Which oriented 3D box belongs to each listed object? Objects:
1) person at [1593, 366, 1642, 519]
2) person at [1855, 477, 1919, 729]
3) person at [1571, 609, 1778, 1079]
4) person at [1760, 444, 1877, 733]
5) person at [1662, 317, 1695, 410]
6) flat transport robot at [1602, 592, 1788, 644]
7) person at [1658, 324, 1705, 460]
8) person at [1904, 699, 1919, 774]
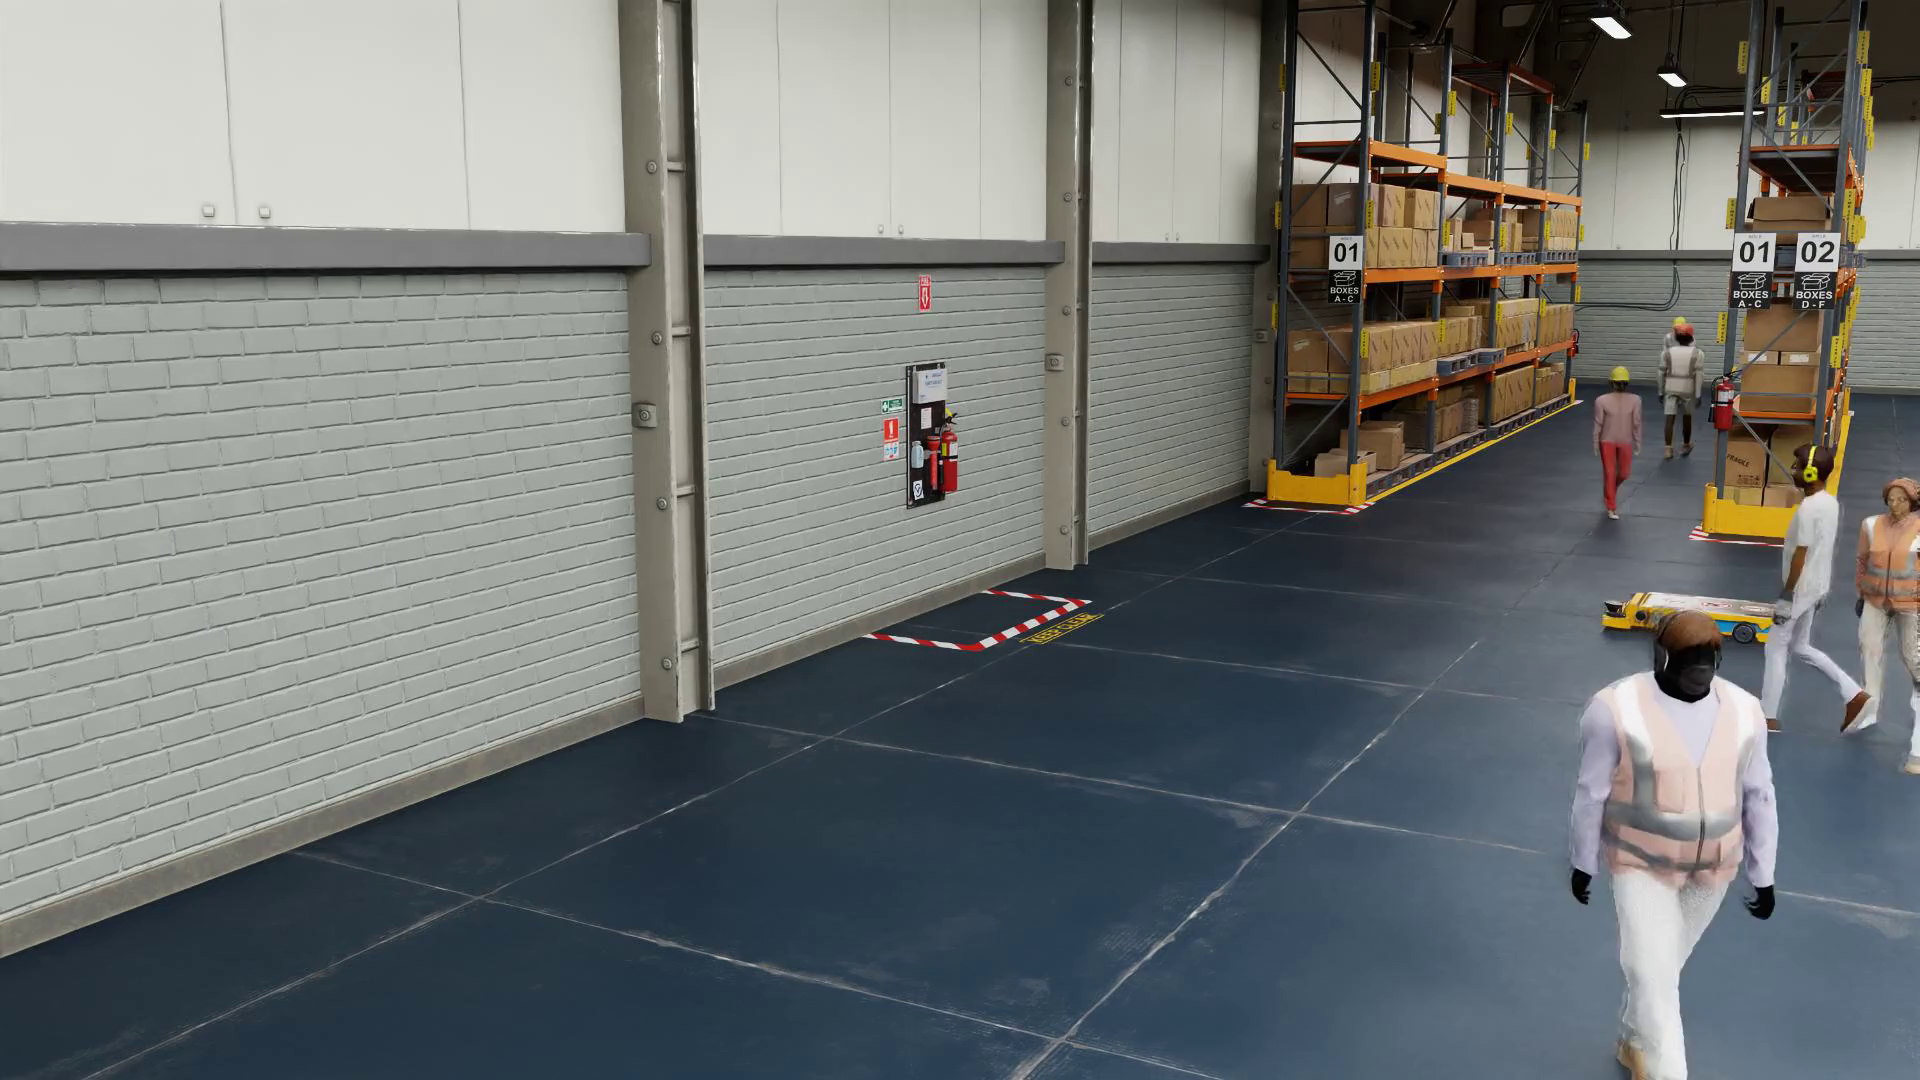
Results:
[{"bbox_3d":[7.543,-1.140,19.152,0.532,1.746,0.662,1,10,5],"label":"person"},{"bbox_3d":[5.993,0.393,10.594,0.622,1.620,0.520,-8,12,-38],"label":"person"},{"bbox_3d":[2.479,1.139,5.677,0.654,1.794,0.927,0,10,-2],"label":"person"},{"bbox_3d":[5.258,0.324,10.316,0.754,1.849,0.529,9,13,42],"label":"person"},{"bbox_3d":[13.963,-3.419,32.346,0.609,1.796,0.824,4,11,25],"label":"person"},{"bbox_3d":[5.934,0.605,13.273,1.431,0.197,0.652,5,11,28],"label":"flat transport robot"},{"bbox_3d":[10.719,-2.210,24.728,0.632,1.984,1.060,6,11,32],"label":"person"},{"bbox_3d":[5.938,0.451,9.636,1.000,1.827,0.604,-5,11,-25],"label":"person"}]
